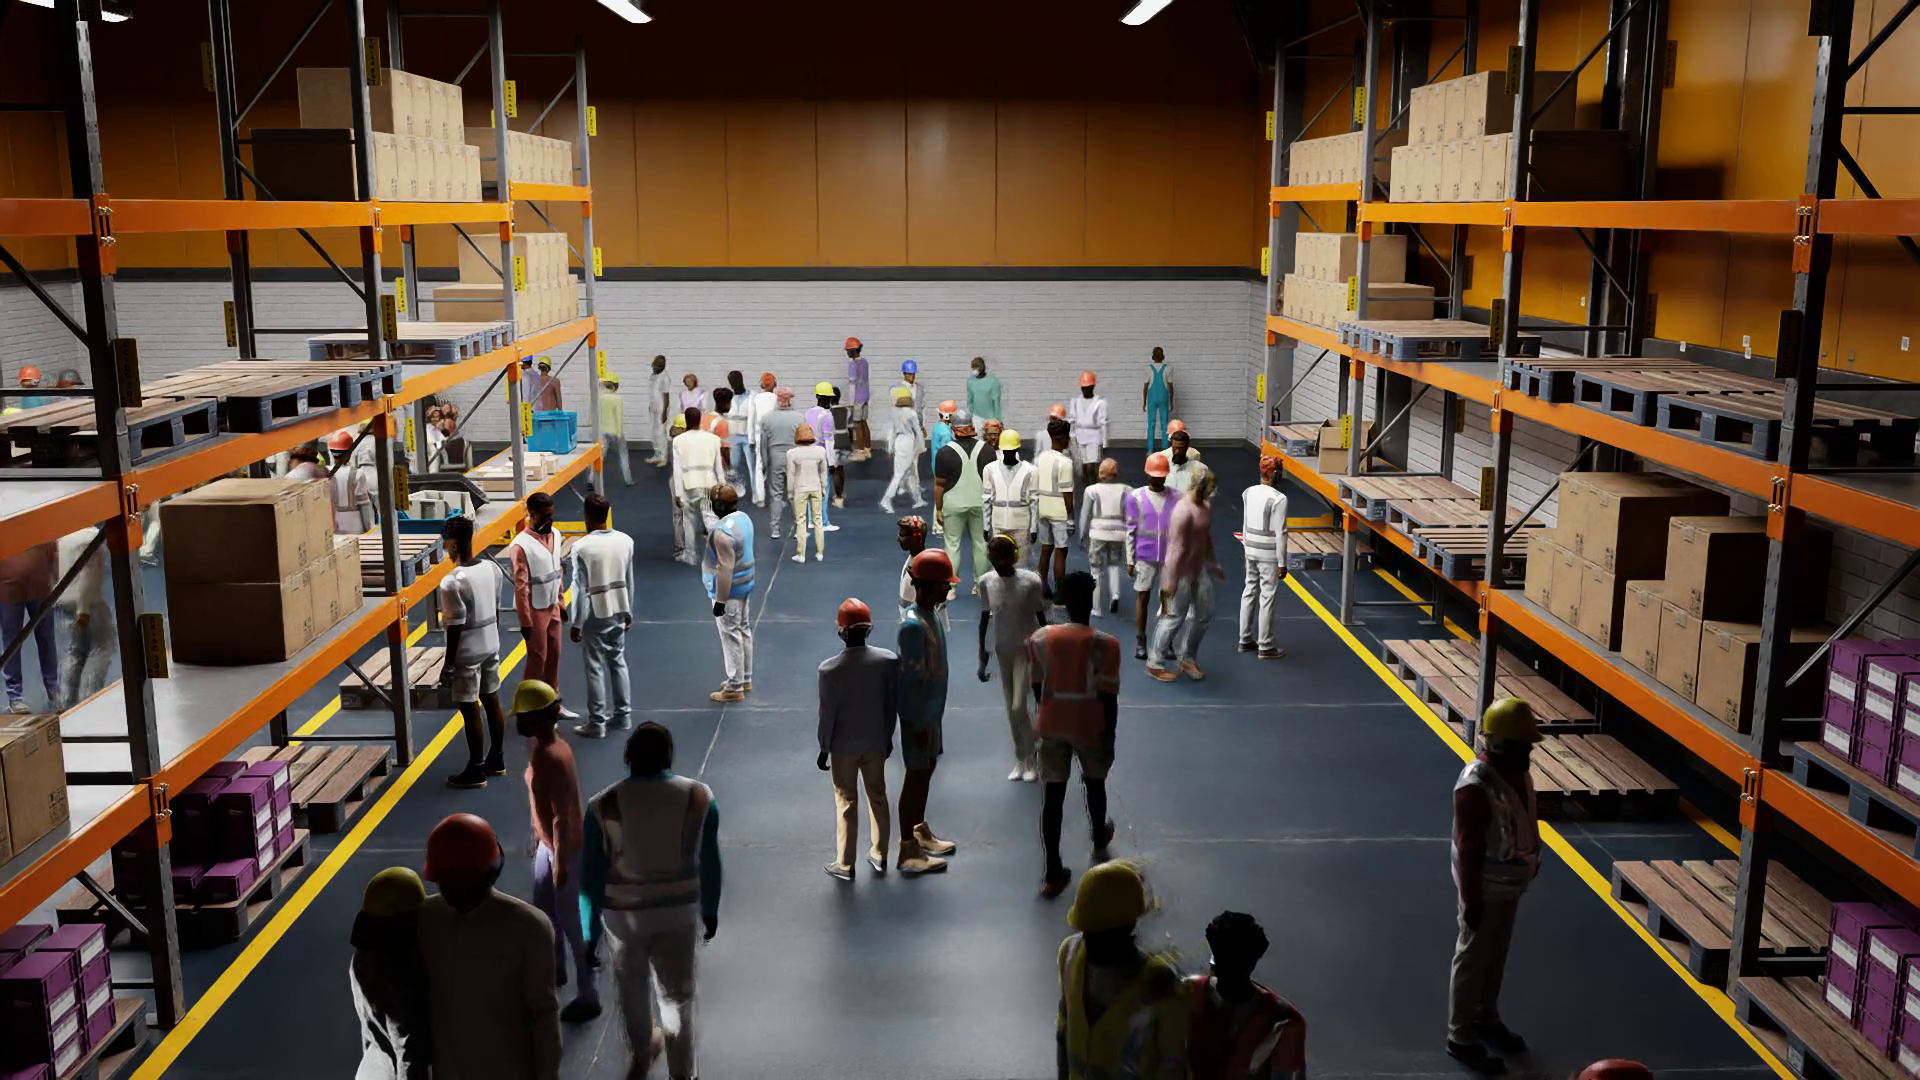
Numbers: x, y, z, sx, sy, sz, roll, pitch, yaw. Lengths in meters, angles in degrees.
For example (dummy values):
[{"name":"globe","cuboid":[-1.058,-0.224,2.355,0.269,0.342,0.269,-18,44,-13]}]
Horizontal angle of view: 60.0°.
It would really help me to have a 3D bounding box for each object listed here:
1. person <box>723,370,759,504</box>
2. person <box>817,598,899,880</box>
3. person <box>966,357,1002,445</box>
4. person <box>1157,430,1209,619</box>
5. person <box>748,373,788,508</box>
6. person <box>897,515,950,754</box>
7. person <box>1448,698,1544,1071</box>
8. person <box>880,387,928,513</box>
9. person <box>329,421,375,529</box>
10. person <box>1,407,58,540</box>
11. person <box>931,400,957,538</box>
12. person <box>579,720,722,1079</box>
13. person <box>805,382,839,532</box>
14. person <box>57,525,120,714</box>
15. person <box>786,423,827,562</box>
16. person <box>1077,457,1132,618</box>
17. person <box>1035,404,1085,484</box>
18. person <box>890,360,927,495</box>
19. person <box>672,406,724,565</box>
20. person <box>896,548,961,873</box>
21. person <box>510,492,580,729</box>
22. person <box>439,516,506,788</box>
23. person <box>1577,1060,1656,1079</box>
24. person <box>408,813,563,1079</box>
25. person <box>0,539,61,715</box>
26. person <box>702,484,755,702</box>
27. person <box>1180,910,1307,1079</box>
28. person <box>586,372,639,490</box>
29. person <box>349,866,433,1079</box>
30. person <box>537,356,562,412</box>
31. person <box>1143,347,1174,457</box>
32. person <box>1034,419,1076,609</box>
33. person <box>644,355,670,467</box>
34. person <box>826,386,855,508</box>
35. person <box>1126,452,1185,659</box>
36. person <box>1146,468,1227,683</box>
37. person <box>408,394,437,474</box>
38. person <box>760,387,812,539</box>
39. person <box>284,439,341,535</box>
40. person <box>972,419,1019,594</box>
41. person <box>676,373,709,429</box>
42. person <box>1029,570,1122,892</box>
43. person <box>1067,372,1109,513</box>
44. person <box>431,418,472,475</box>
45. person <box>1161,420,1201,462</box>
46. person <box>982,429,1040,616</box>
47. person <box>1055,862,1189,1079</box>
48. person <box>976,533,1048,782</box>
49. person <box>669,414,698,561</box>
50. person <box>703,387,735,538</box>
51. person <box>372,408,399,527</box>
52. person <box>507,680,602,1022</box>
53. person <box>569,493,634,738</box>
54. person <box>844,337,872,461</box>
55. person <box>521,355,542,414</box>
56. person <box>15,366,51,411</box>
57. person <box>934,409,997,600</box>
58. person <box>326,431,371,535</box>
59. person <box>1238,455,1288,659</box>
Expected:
[{"name":"person","cuboid":[-3.034,-1.485,23.481,0.652,1.887,0.601,2,11,10]},{"name":"person","cuboid":[-0.640,1.217,10.250,0.563,1.752,0.324,-8,14,-34]},{"name":"person","cuboid":[0.372,-1.833,25.260,0.632,1.894,0.725,7,13,31]},{"name":"person","cuboid":[2.213,-0.164,16.784,0.590,1.912,0.391,4,12,19]},{"name":"person","cuboid":[-2.627,-1.367,22.920,0.622,1.877,0.362,4,12,17]},{"name":"person","cuboid":[-0.278,0.714,12.581,0.392,1.836,0.561,-2,11,-9]},{"name":"person","cuboid":[2.568,1.633,7.997,0.403,1.827,0.596,9,15,40]},{"name":"person","cuboid":[-0.796,-1.241,22.722,0.895,1.691,0.504,-10,15,-41]},{"name":"person","cuboid":[-7.462,-0.897,20.557,0.594,1.884,0.937,-4,12,-21]},{"name":"person","cuboid":[-10.473,-0.551,18.774,0.599,1.895,0.633,-4,12,-17]},{"name":"person","cuboid":[-0.173,-0.891,20.869,0.354,1.737,0.574,-2,12,-12]},{"name":"person","cuboid":[-1.406,1.731,7.620,0.644,1.797,0.911,-3,12,-13]},{"name":"person","cuboid":[-1.758,-1.064,21.277,0.398,1.920,0.586,-8,14,-33]},{"name":"person","cuboid":[-7.081,0.516,13.394,0.647,1.896,0.572,9,15,39]},{"name":"person","cuboid":[-1.789,-0.552,19.424,0.499,1.633,0.285,-5,12,-24]},{"name":"person","cuboid":[1.463,-0.015,16.734,0.584,1.622,0.406,-2,12,-12]},{"name":"person","cuboid":[1.221,-0.826,20.626,0.571,1.709,0.868,7,13,32]},{"name":"person","cuboid":[-0.742,-1.637,24.074,0.615,1.947,0.388,-9,14,-37]},{"name":"person","cuboid":[-2.967,-0.584,19.017,0.611,1.874,0.882,-6,13,-26]},{"name":"person","cuboid":[-0.199,1.052,10.387,0.405,2.035,0.611,2,11,10]},{"name":"person","cuboid":[-3.330,0.556,13.197,0.408,1.907,0.598,3,12,17]},{"name":"person","cuboid":[-3.495,0.792,11.864,0.379,1.959,0.602,4,12,19]},{"name":"person","cuboid":[1.784,2.303,4.853,0.461,1.732,0.624,1,11,4]},{"name":"person","cuboid":[-1.754,1.935,6.079,0.620,1.986,0.409,3,12,14]},{"name":"person","cuboid":[-7.641,0.436,13.589,0.615,1.987,0.407,-11,15,-43]},{"name":"person","cuboid":[-1.942,0.437,13.949,0.429,1.840,0.629,2,11,11]},{"name":"person","cuboid":[0.970,2.111,5.944,0.532,1.693,0.322,7,13,31]},{"name":"person","cuboid":[-5.165,-1.597,24.457,0.525,1.730,0.896,7,13,32]},{"name":"person","cuboid":[-2.062,2.045,6.161,0.323,1.735,0.493,-8,14,-34]},{"name":"person","cuboid":[-6.668,-2.078,26.779,0.533,1.757,0.336,-1,11,-4]},{"name":"person","cuboid":[3.282,-2.278,27.566,0.507,1.840,0.343,1,11,6]},{"name":"person","cuboid":[1.004,-0.277,17.208,0.368,1.966,0.602,-7,13,-31]},{"name":"person","cuboid":[-4.801,-2.052,26.522,0.352,1.813,0.591,-11,16,-43]},{"name":"person","cuboid":[-1.770,-1.298,23.088,0.536,1.661,0.721,-8,14,-35]},{"name":"person","cuboid":[1.786,0.149,15.191,0.548,1.925,0.392,-1,11,-3]},{"name":"person","cuboid":[1.969,0.298,14.526,0.601,1.888,0.655,7,13,30]},{"name":"person","cuboid":[-7.370,-1.361,22.672,0.735,1.959,0.666,-3,12,-13]},{"name":"person","cuboid":[-2.172,-0.946,20.763,0.685,1.902,0.397,2,11,8]},{"name":"person","cuboid":[-6.250,-0.034,15.801,0.551,2.000,0.856,2,12,11]},{"name":"person","cuboid":[0.349,-0.351,17.791,0.572,1.883,0.356,-1,11,-3]},{"name":"person","cuboid":[-4.075,-1.752,25.471,0.527,1.620,0.605,0,11,1]},{"name":"person","cuboid":[0.721,1.129,10.275,0.617,1.905,0.987,4,12,18]},{"name":"person","cuboid":[1.684,-1.330,22.612,0.571,1.908,0.740,7,13,31]},{"name":"person","cuboid":[-6.170,-0.686,20.256,0.533,1.604,0.768,-10,15,-40]},{"name":"person","cuboid":[2.448,-0.493,18.853,0.568,1.743,0.357,-5,12,-24]},{"name":"person","cuboid":[0.508,-0.165,16.776,0.587,1.920,0.390,3,12,14]},{"name":"person","cuboid":[0.566,2.018,5.851,0.506,1.911,0.588,-10,15,-40]},{"name":"person","cuboid":[0.388,0.840,11.923,0.555,1.835,0.474,6,13,28]},{"name":"person","cuboid":[-3.245,-0.617,19.508,0.321,1.731,0.491,-4,12,-19]},{"name":"person","cuboid":[-3.000,-0.935,20.591,0.394,1.943,0.646,-6,13,-28]},{"name":"person","cuboid":[-7.341,-1.066,21.325,0.483,1.908,0.604,0,11,2]},{"name":"person","cuboid":[-2.072,1.568,8.493,0.377,1.750,0.598,-6,13,-26]},{"name":"person","cuboid":[-2.781,0.588,13.026,0.386,1.904,0.603,8,14,35]},{"name":"person","cuboid":[-1.698,-2.302,27.211,0.422,2.033,0.604,4,12,19]},{"name":"person","cuboid":[-6.703,-1.992,25.894,0.409,1.939,0.601,0,11,1]},{"name":"person","cuboid":[-12.555,-1.372,22.627,0.612,1.995,0.377,7,13,33]},{"name":"person","cuboid":[0.039,-0.388,17.578,0.680,2.000,0.535,-3,12,-14]},{"name":"person","cuboid":[-6.076,-0.113,16.459,0.551,1.934,0.373,1,11,3]},{"name":"person","cuboid":[2.800,0.152,15.299,0.353,1.877,0.573,-6,13,-29]}]
